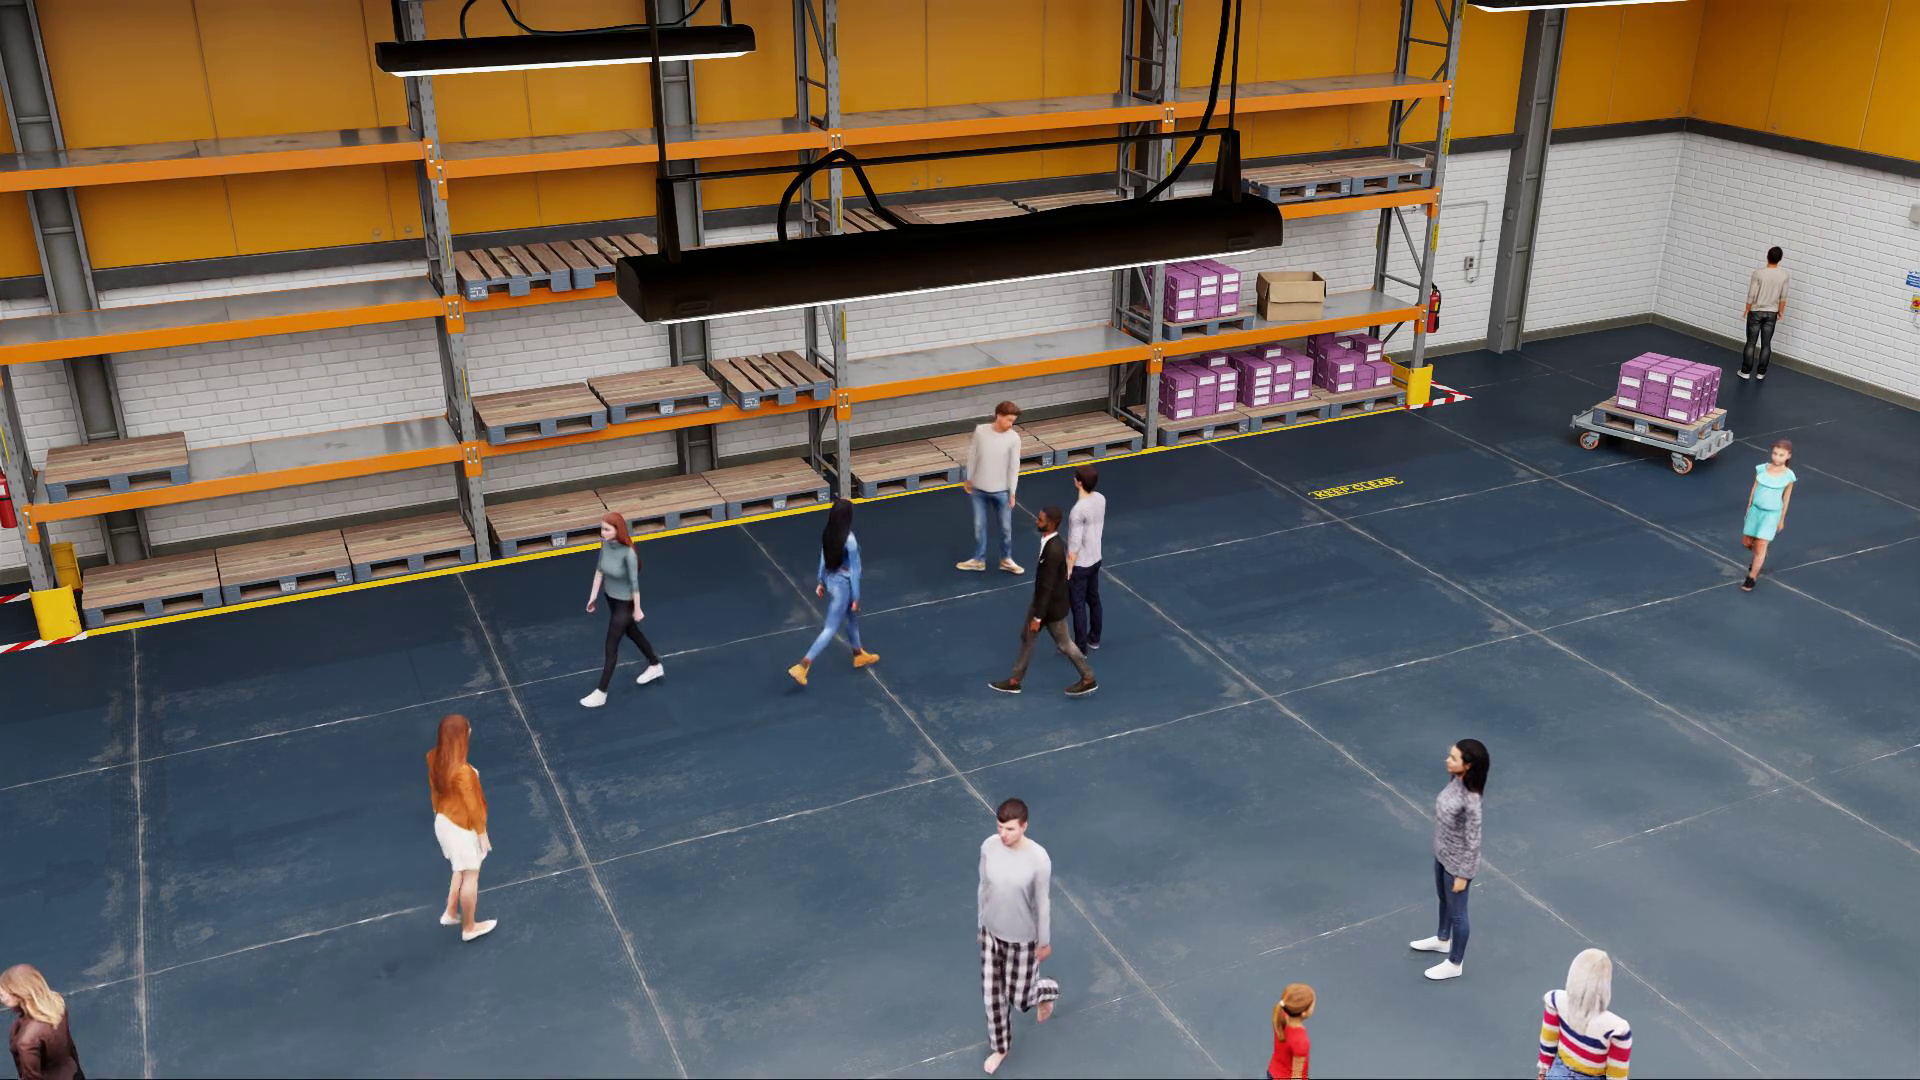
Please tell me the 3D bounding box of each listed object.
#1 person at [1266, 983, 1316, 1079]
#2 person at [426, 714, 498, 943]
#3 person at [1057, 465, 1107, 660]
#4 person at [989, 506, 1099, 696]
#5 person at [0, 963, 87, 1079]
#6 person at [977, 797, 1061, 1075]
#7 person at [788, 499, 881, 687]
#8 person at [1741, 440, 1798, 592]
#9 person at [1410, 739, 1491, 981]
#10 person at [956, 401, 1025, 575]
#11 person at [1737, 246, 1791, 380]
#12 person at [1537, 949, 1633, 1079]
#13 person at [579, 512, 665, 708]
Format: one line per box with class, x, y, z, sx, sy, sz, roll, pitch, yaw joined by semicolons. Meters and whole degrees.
person;1.746;3.002;9.211;0.906;1.289;0.514;-9;25;-19
person;-3.404;1.961;11.075;0.748;1.703;0.775;18;30;36
person;1.123;0.188;14.972;0.797;1.831;0.661;16;28;32
person;0.859;0.578;14.177;1.275;1.752;0.964;-2;24;-4
person;-4.690;2.956;8.832;1.125;1.676;0.772;-5;24;-11
person;0.348;2.328;10.075;0.912;1.831;1.026;14;27;28
person;-1.133;0.488;14.494;1.258;1.665;0.803;-16;28;-33
person;7.963;-0.275;16.383;0.844;1.550;0.681;-20;30;-38
person;3.237;2.054;10.826;0.670;1.732;0.683;0;24;0
person;0.260;-0.535;16.582;0.864;1.865;0.955;13;27;28
person;10.853;-3.068;22.444;0.696;1.812;0.788;5;24;11
person;3.188;2.942;8.715;0.800;1.796;0.740;-17;29;-34
person;-2.861;0.549;14.312;1.170;1.699;0.795;-20;31;-38
